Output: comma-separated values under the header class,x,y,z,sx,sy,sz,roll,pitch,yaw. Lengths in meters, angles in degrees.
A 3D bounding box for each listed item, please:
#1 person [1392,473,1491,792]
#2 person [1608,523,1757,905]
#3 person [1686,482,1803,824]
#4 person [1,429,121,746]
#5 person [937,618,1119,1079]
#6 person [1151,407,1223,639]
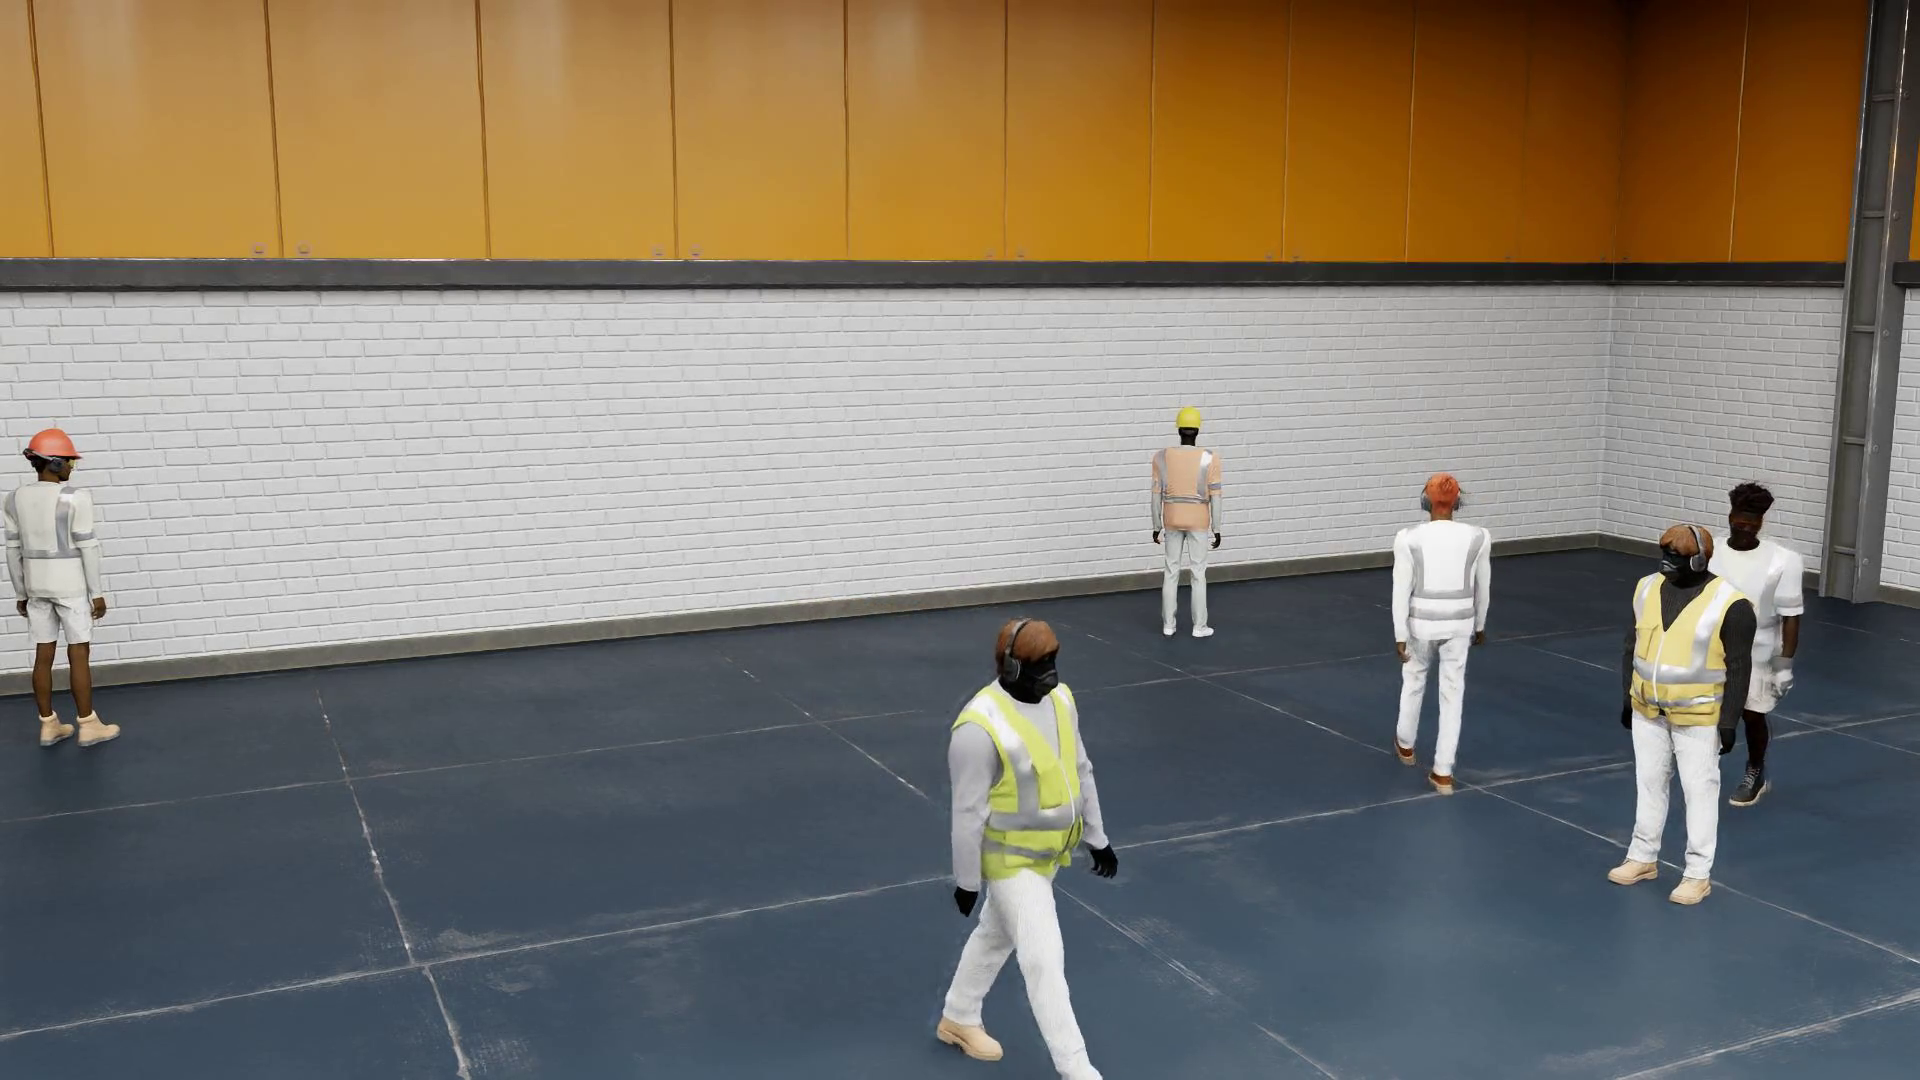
class,x,y,z,sx,sy,sz,roll,pitch,yaw
person,2.864,0.514,9.988,0.584,1.841,0.934,1,9,8
person,3.475,0.829,8.053,0.429,1.840,0.627,-6,11,-33
person,4.285,0.612,9.188,0.655,1.903,1.033,7,11,35
person,-5.766,0.309,10.660,0.606,2.039,0.395,1,9,9
person,0.245,1.159,6.159,0.959,1.795,0.631,6,11,34
person,1.883,-0.142,13.801,0.595,1.925,0.373,3,10,20
